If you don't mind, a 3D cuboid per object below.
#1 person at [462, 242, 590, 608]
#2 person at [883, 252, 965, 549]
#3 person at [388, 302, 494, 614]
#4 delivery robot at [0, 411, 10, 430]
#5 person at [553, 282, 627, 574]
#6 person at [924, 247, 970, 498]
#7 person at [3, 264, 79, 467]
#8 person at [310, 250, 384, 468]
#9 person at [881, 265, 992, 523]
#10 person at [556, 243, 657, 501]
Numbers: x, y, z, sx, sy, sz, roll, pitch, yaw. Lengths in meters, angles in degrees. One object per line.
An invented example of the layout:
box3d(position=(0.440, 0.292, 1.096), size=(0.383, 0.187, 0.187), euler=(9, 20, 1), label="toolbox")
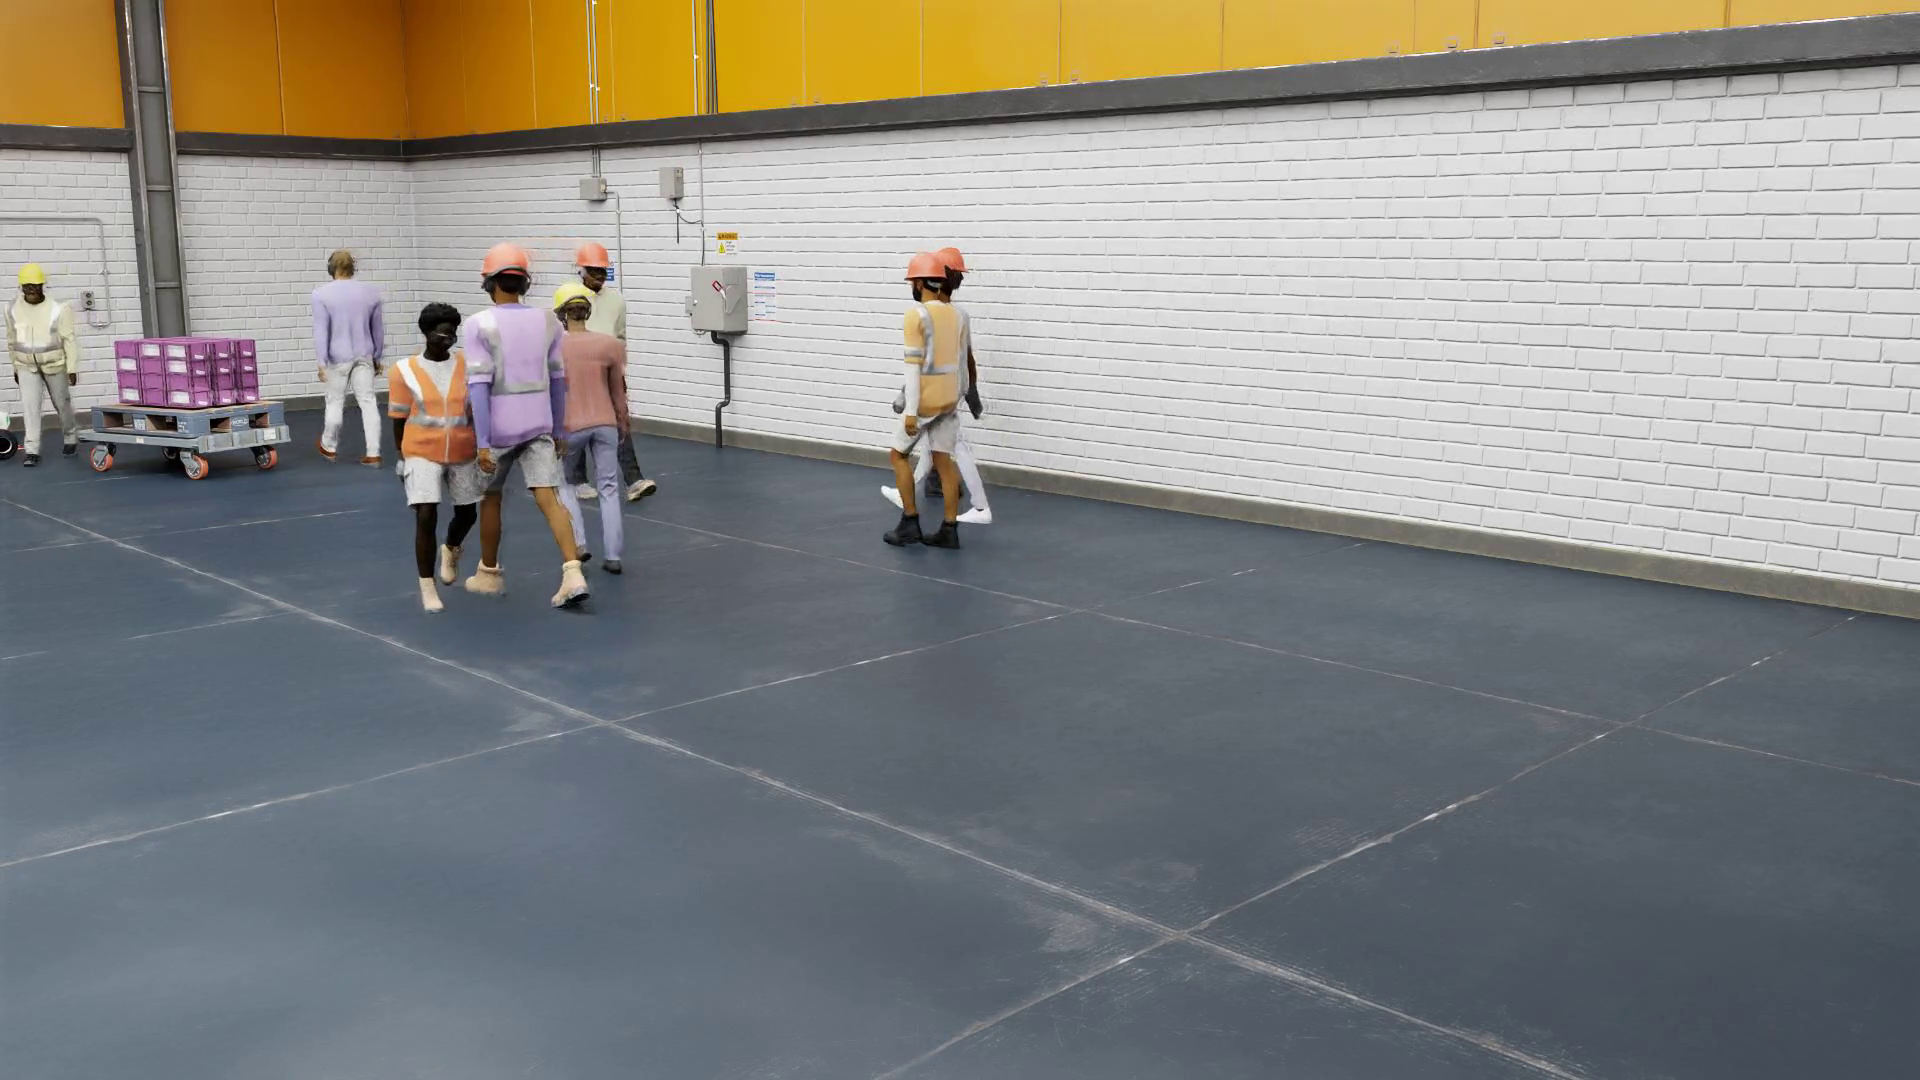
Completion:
box3d(position=(-2.389, -0.620, 9.090), size=(0.609, 1.996, 1.060), euler=(-10, 14, -43), label="person")
box3d(position=(-0.253, -0.895, 10.777), size=(0.683, 1.911, 0.570), euler=(9, 14, 40), label="person")
box3d(position=(-2.867, -0.474, 9.132), size=(0.544, 1.667, 0.639), euler=(-6, 12, -31), label="person")
box3d(position=(-8.968, -1.030, 14.951), size=(0.477, 0.478, 0.707), euler=(9, 14, 41), label="delivery robot")
box3d(position=(-2.238, -0.657, 9.947), size=(0.583, 1.738, 0.460), euler=(-6, 12, -30), label="person")
box3d(position=(-0.115, -1.291, 12.893), size=(0.389, 1.929, 0.545), euler=(0, 10, -1), label="person")
box3d(position=(-8.203, -1.582, 14.912), size=(0.597, 1.782, 0.961), euler=(-3, 11, -14), label="person")
box3d(position=(-5.404, -1.594, 14.655), size=(0.664, 1.881, 1.006), euler=(-9, 14, -41), label="person")
box3d(position=(-0.172, -1.035, 11.835), size=(1.018, 1.808, 0.533), euler=(5, 12, 27), label="person")
box3d(position=(-2.703, -1.244, 12.551), size=(0.655, 1.948, 1.000), euler=(-9, 14, -40), label="person")
